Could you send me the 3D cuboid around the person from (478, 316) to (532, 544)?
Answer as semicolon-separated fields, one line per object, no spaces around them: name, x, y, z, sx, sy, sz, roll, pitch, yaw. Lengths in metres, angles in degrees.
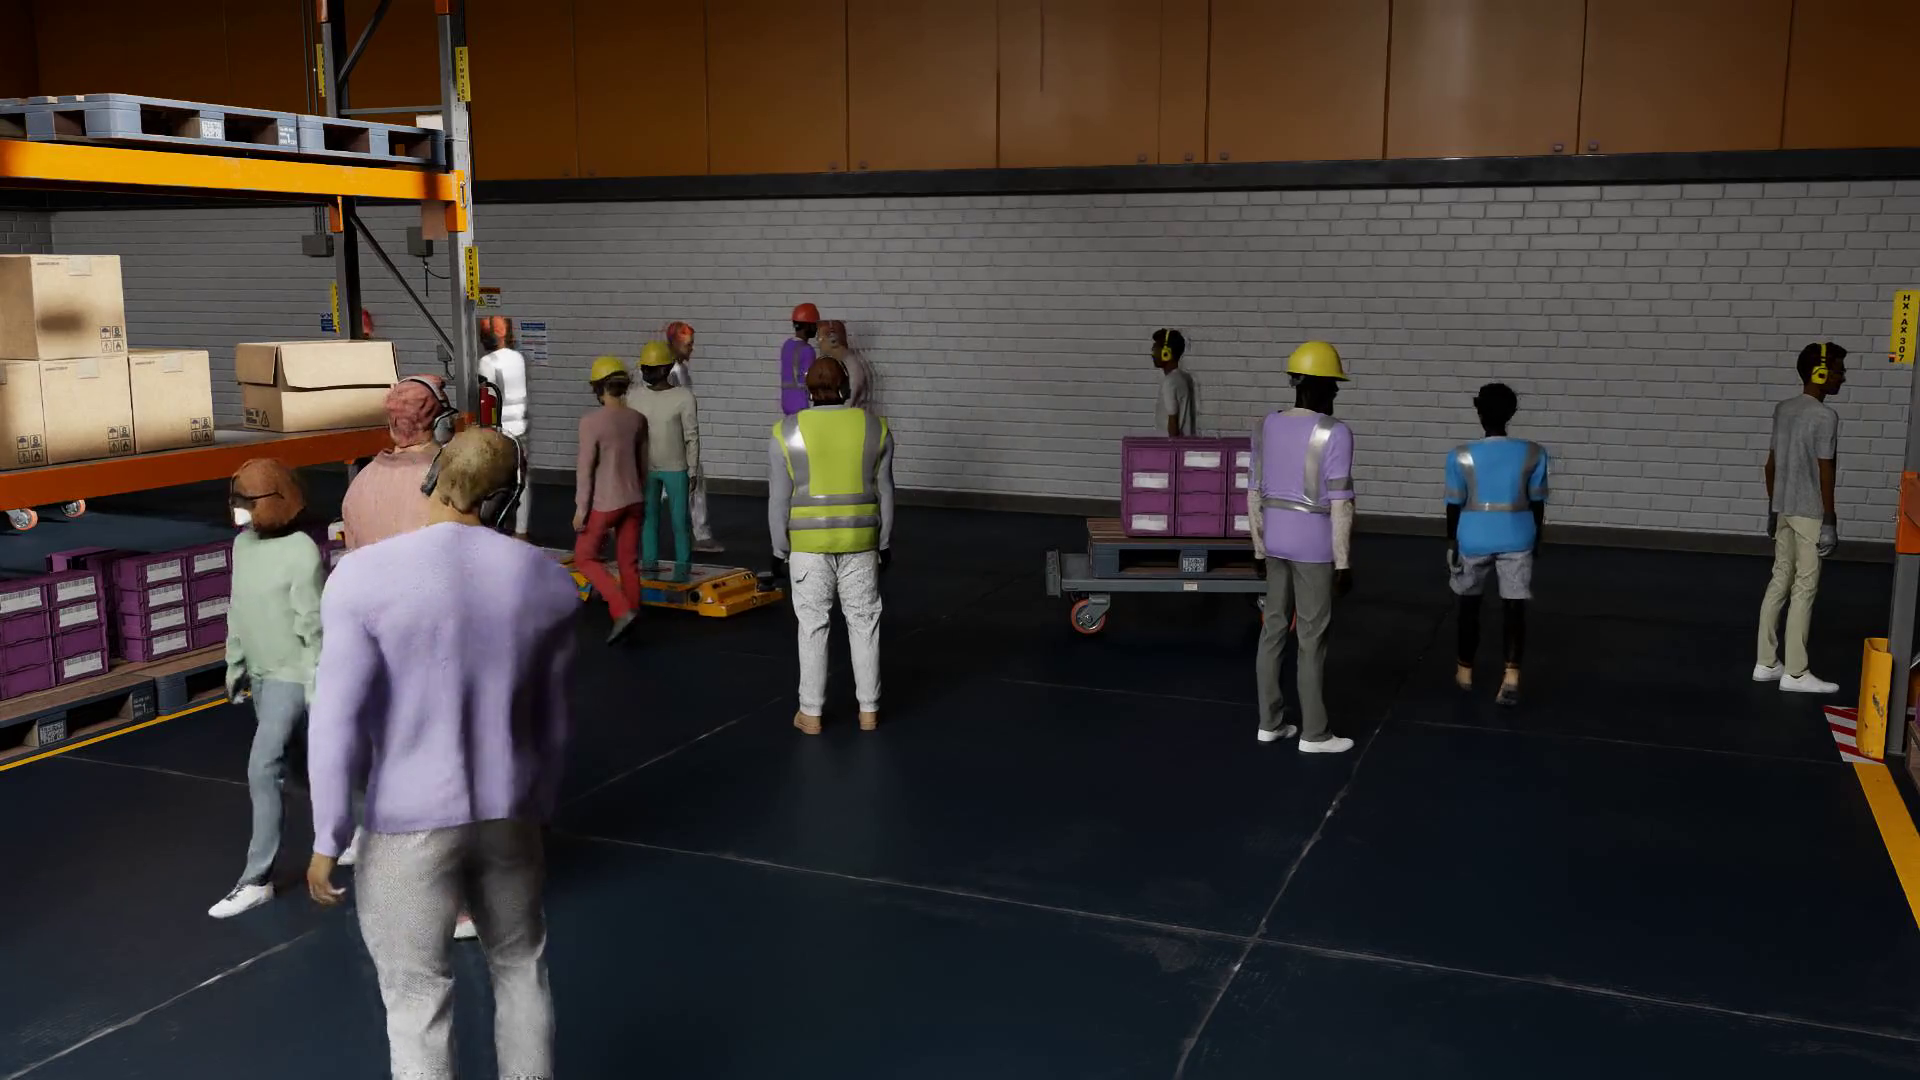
person;-3.734;-0.892;13.579;0.550;1.864;0.646;6;11;34

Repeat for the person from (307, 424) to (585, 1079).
person;-1.225;0.689;3.941;0.755;1.894;0.373;-9;13;-43

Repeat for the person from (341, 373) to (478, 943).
person;-1.765;0.397;5.627;0.641;1.913;0.407;7;11;35

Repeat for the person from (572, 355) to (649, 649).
person;-2.027;-0.203;9.740;0.417;1.748;0.551;7;12;36

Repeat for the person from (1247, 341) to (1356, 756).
person;1.602;0.037;7.774;0.383;1.923;0.589;-7;12;-37

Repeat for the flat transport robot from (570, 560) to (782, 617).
flat transport robot;-1.972;0.301;11.168;1.431;0.197;0.652;5;11;27

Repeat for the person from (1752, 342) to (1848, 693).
person;4.522;-0.121;8.908;0.311;1.865;0.532;-1;9;-7

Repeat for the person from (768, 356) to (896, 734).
person;-0.621;0.029;8.087;0.619;1.840;0.430;-2;10;-12

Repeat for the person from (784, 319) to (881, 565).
person;-0.978;-0.697;12.383;0.860;1.865;0.632;-3;10;-19

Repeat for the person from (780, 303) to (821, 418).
person;-1.436;-1.202;15.242;0.383;1.932;0.574;-5;11;-30

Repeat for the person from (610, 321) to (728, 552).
person;-2.327;-0.793;13.061;0.843;1.850;0.576;2;10;13

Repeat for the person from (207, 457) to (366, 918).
person;-2.404;0.485;6.002;0.521;1.603;0.738;8;12;39

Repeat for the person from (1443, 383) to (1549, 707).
person;2.777;0.017;8.636;0.532;1.672;0.775;2;10;12

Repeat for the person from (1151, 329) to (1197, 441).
person;1.422;-0.578;11.806;0.981;1.820;0.553;5;10;26

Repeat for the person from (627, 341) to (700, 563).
person;-2.039;-0.474;11.351;0.533;1.765;0.322;2;10;12

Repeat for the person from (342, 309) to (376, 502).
person;-5.142;-1.040;14.304;0.778;1.916;0.652;6;11;34

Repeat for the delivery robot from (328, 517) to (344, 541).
delivery robot;-4.281;0.009;11.798;0.707;0.478;0.477;-3;10;-16

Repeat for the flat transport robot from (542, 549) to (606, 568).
flat transport robot;-3.233;0.187;11.861;1.431;0.197;0.652;6;11;32
